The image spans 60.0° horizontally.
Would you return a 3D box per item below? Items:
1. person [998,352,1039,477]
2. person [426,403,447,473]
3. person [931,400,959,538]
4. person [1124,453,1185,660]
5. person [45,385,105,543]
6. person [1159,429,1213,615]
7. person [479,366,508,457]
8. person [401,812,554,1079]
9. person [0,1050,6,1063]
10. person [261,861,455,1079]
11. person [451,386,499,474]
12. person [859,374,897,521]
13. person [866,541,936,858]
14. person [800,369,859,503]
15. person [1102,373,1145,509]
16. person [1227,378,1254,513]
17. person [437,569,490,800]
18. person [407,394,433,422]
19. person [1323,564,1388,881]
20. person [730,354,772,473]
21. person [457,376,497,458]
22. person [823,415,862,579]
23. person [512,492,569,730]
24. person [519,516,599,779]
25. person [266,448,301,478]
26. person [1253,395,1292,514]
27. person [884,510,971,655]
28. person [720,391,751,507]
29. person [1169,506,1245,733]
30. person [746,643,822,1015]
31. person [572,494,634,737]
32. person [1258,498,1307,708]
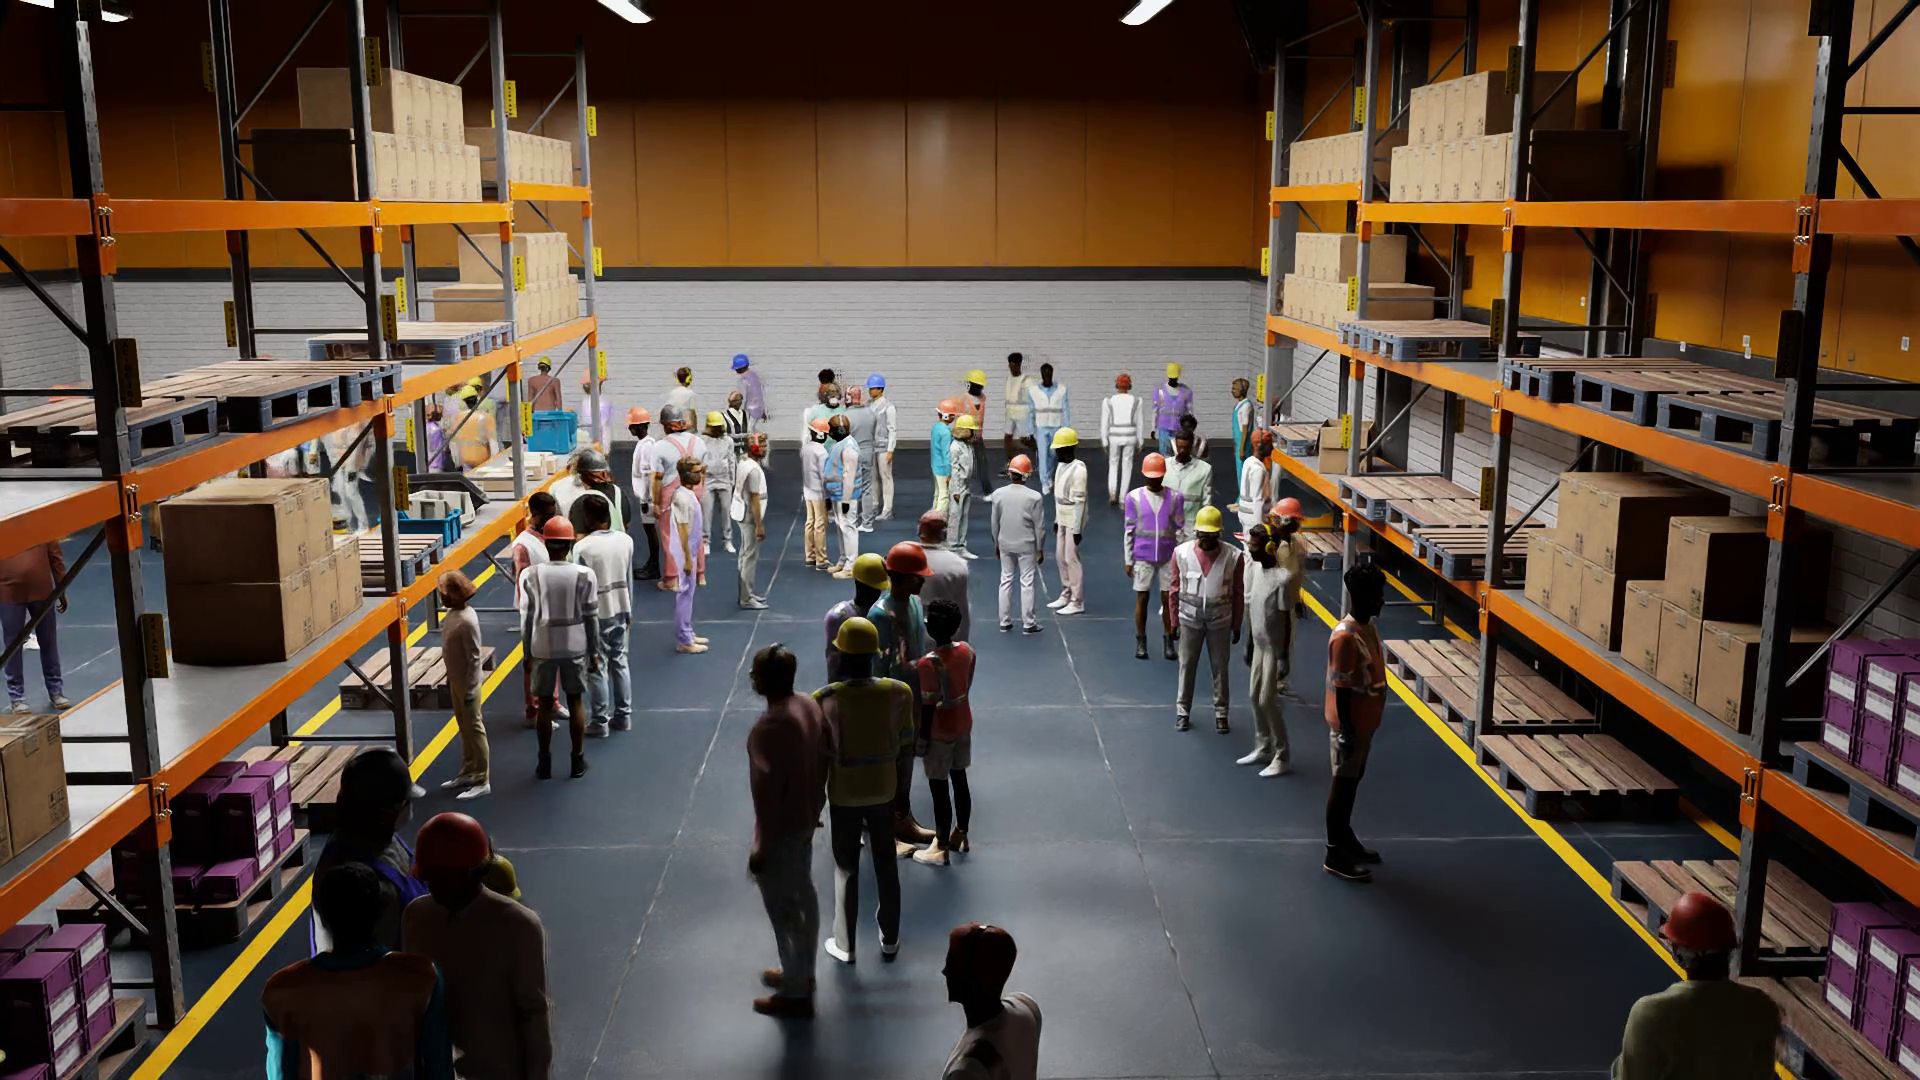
[{"bbox_3d":[0.959,-1.956,25.727,0.807,1.935,0.602,-10,15,-41],"label":"person"},{"bbox_3d":[-6.764,-0.950,21.429,0.324,1.630,0.520,-8,14,-36],"label":"person"},{"bbox_3d":[-0.182,-0.893,20.874,0.352,1.738,0.573,-3,12,-14],"label":"person"},{"bbox_3d":[1.773,0.148,15.197,0.549,1.924,0.387,0,11,0],"label":"person"},{"bbox_3d":[-10.997,-0.970,20.713,0.615,1.963,0.866,3,12,16],"label":"person"},{"bbox_3d":[2.257,-0.179,16.863,0.592,1.911,0.386,4,12,18],"label":"person"},{"bbox_3d":[-7.658,-2.354,27.438,0.537,2.000,0.678,4,12,18],"label":"person"},{"bbox_3d":[-1.778,1.935,6.088,0.637,1.986,0.414,4,12,18],"label":"person"},{"bbox_3d":[-3.000,2.268,5.036,0.488,1.736,0.330,8,14,35],"label":"person"},{"bbox_3d":[-2.044,2.036,5.731,0.600,1.916,0.376,-3,12,-15],"label":"person"},{"bbox_3d":[-6.157,-1.028,21.260,0.679,1.866,0.879,2,11,8],"label":"person"},{"bbox_3d":[-1.084,-1.227,22.014,0.393,1.949,0.602,-10,15,-42],"label":"person"},{"bbox_3d":[-0.357,1.005,10.615,0.403,2.035,0.606,5,12,25],"label":"person"},{"bbox_3d":[-1.816,-1.416,23.067,0.968,1.900,0.656,-7,13,-33],"label":"person"},{"bbox_3d":[2.259,-1.365,22.907,0.581,1.866,0.492,2,11,11],"label":"person"},{"bbox_3d":[3.825,-1.282,22.592,0.346,1.839,0.501,1,11,4],"label":"person"},{"bbox_3d":[-3.488,0.999,11.647,0.278,1.633,0.499,-7,13,-33],"label":"person"},{"bbox_3d":[-8.136,-1.794,25.157,0.387,1.836,0.561,0,11,2],"label":"person"},{"bbox_3d":[2.449,1.102,10.290,0.361,1.964,0.613,5,12,25],"label":"person"},{"bbox_3d":[-3.218,-1.943,25.748,0.470,1.896,0.764,4,12,21],"label":"person"},{"bbox_3d":[-6.858,-1.466,23.669,0.525,1.772,0.305,-2,11,-9],"label":"person"},{"bbox_3d":[-1.315,-0.491,18.617,0.429,1.837,0.626,-3,12,-15],"label":"person"},{"bbox_3d":[-3.324,0.554,13.202,0.410,1.908,0.598,3,12,15],"label":"person"},{"bbox_3d":[-2.890,0.780,12.035,0.549,1.922,0.391,-3,12,-15],"label":"person"},{"bbox_3d":[-7.411,-0.406,18.162,0.518,1.843,0.329,4,12,20],"label":"person"},{"bbox_3d":[4.196,-1.137,22.366,0.533,1.623,0.370,4,12,17],"label":"person"},{"bbox_3d":[-0.247,0.717,12.406,0.674,1.897,0.404,3,12,12],"label":"person"},{"bbox_3d":[-3.060,-1.217,22.745,0.522,1.640,0.306,-10,15,-41],"label":"person"},{"bbox_3d":[1.932,0.622,13.075,0.590,1.823,0.404,2,12,12],"label":"person"},{"bbox_3d":[-0.907,1.469,8.532,0.362,1.938,0.634,4,12,17],"label":"person"},{"bbox_3d":[-2.780,0.590,13.024,0.410,1.908,0.598,7,13,32],"label":"person"},{"bbox_3d":[2.650,0.522,13.828,0.344,1.724,0.609,10,15,41],"label":"person"}]
